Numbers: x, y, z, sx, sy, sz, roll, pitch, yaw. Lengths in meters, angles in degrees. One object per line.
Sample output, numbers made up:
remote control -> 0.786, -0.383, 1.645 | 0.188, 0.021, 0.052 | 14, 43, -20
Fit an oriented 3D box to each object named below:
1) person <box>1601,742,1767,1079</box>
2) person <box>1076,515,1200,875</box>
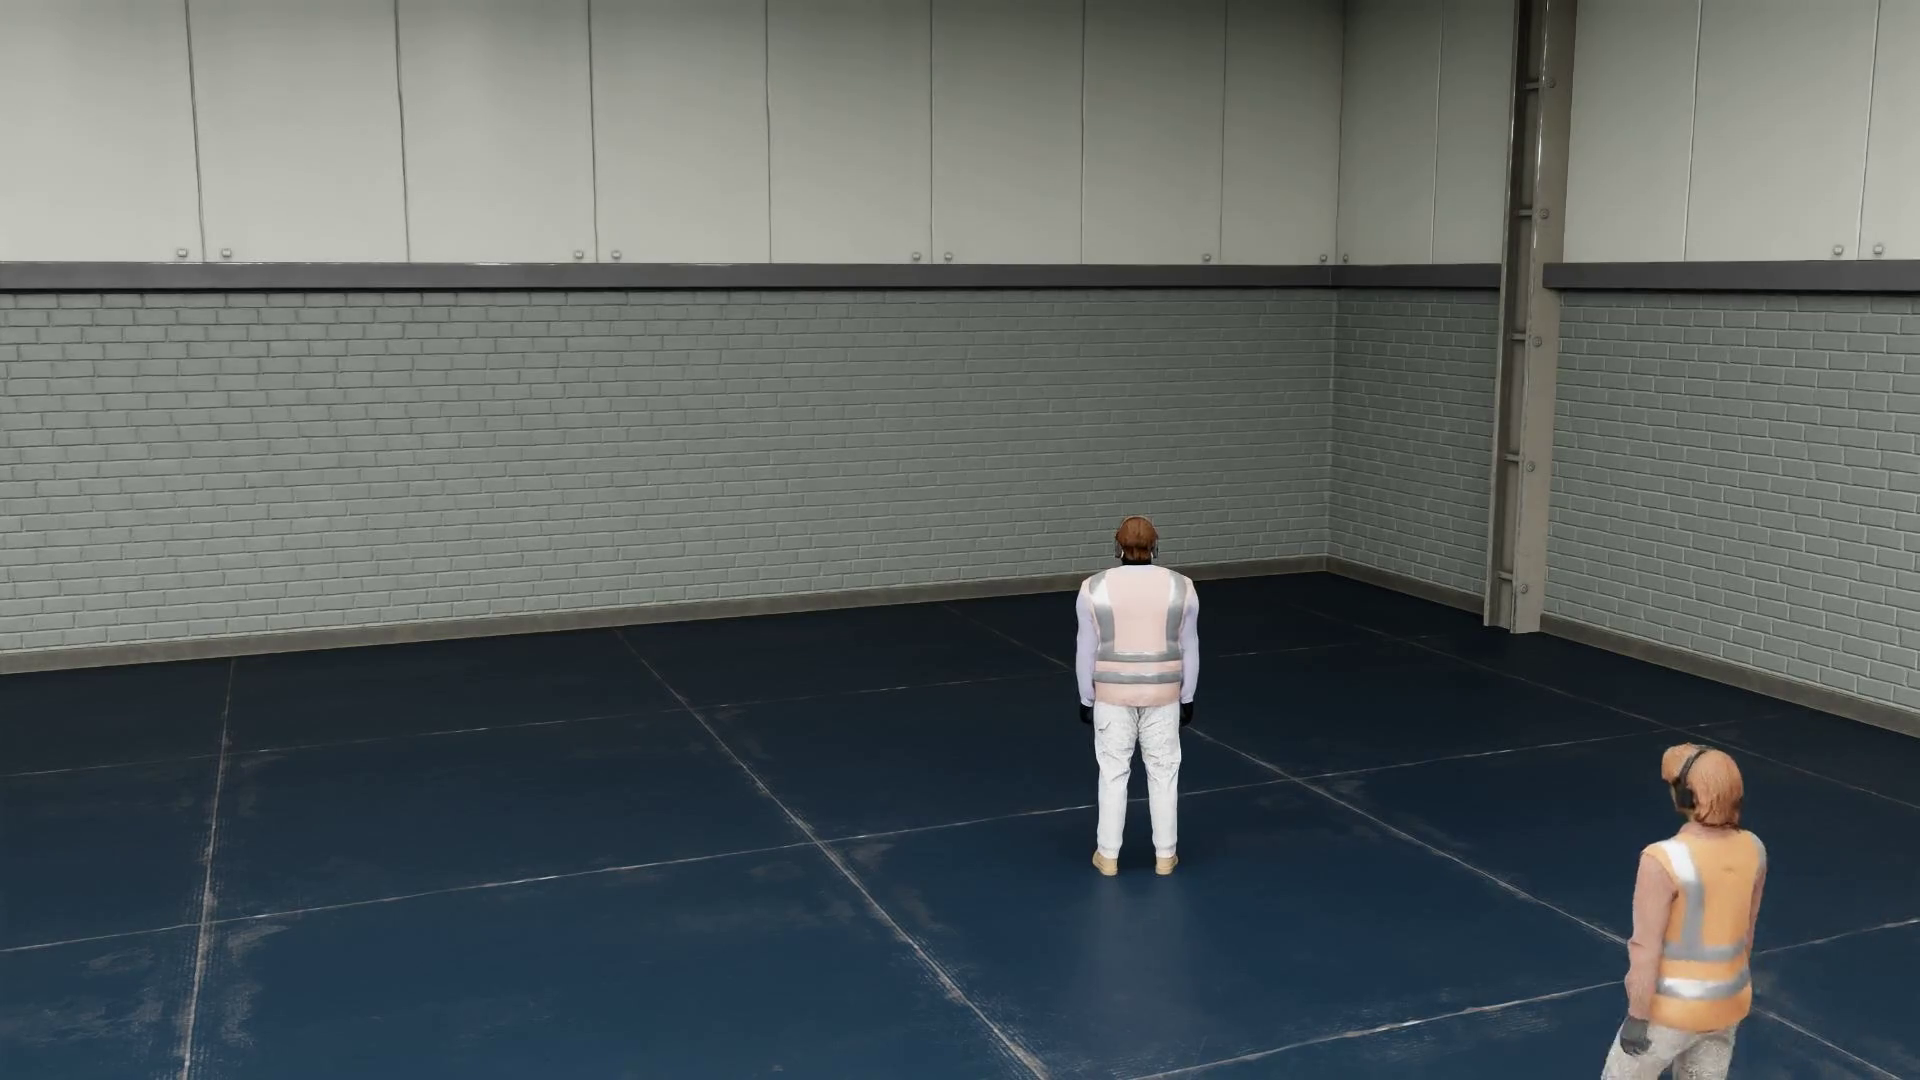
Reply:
person -> 2.221, 1.420, 5.095 | 0.538, 1.625, 0.373 | -4, 10, -26
person -> 0.889, 0.787, 8.404 | 0.627, 1.844, 0.429 | 0, 9, 0
